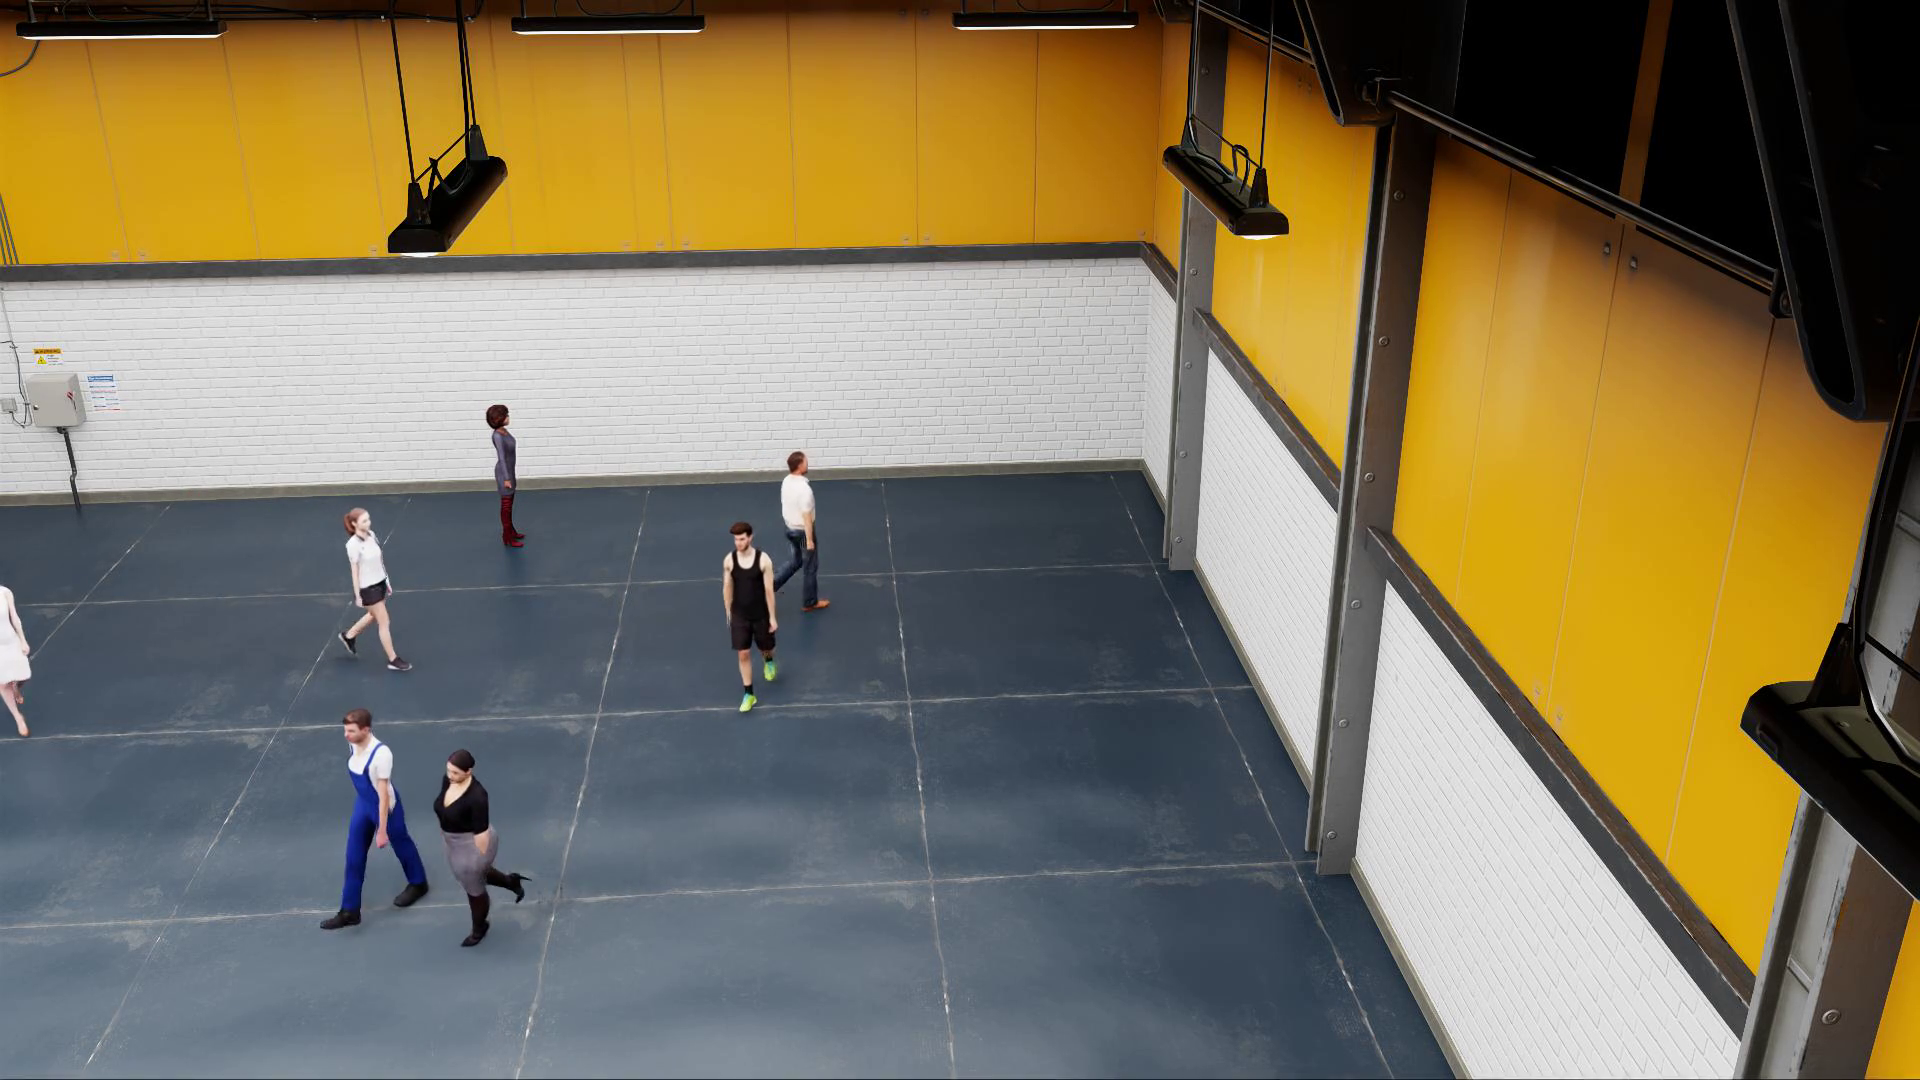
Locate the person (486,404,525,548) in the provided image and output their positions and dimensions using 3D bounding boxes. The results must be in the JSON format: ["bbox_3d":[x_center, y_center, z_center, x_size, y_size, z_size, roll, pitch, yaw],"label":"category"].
[{"bbox_3d":[-5.331,-0.766,19.495,0.641,1.711,0.453,-3,24,-6],"label":"person"}]

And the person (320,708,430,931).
[{"bbox_3d":[-4.411,2.071,12.874,1.112,1.814,1.218,15,28,31],"label":"person"}]

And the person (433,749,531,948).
[{"bbox_3d":[-3.596,2.275,12.513,1.027,1.730,0.995,-20,30,-37],"label":"person"}]

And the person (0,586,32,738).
[{"bbox_3d":[-8.890,0.974,15.420,0.801,1.785,0.903,-17,29,-33],"label":"person"}]

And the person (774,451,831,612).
[{"bbox_3d":[-1.793,-0.052,17.703,0.983,1.837,1.076,-12,26,-26],"label":"person"}]

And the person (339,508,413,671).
[{"bbox_3d":[-5.954,0.480,16.622,0.855,1.729,1.068,5,24,12],"label":"person"}]

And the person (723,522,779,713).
[{"bbox_3d":[-1.984,0.678,15.984,0.798,1.875,1.070,2,24,5],"label":"person"}]
